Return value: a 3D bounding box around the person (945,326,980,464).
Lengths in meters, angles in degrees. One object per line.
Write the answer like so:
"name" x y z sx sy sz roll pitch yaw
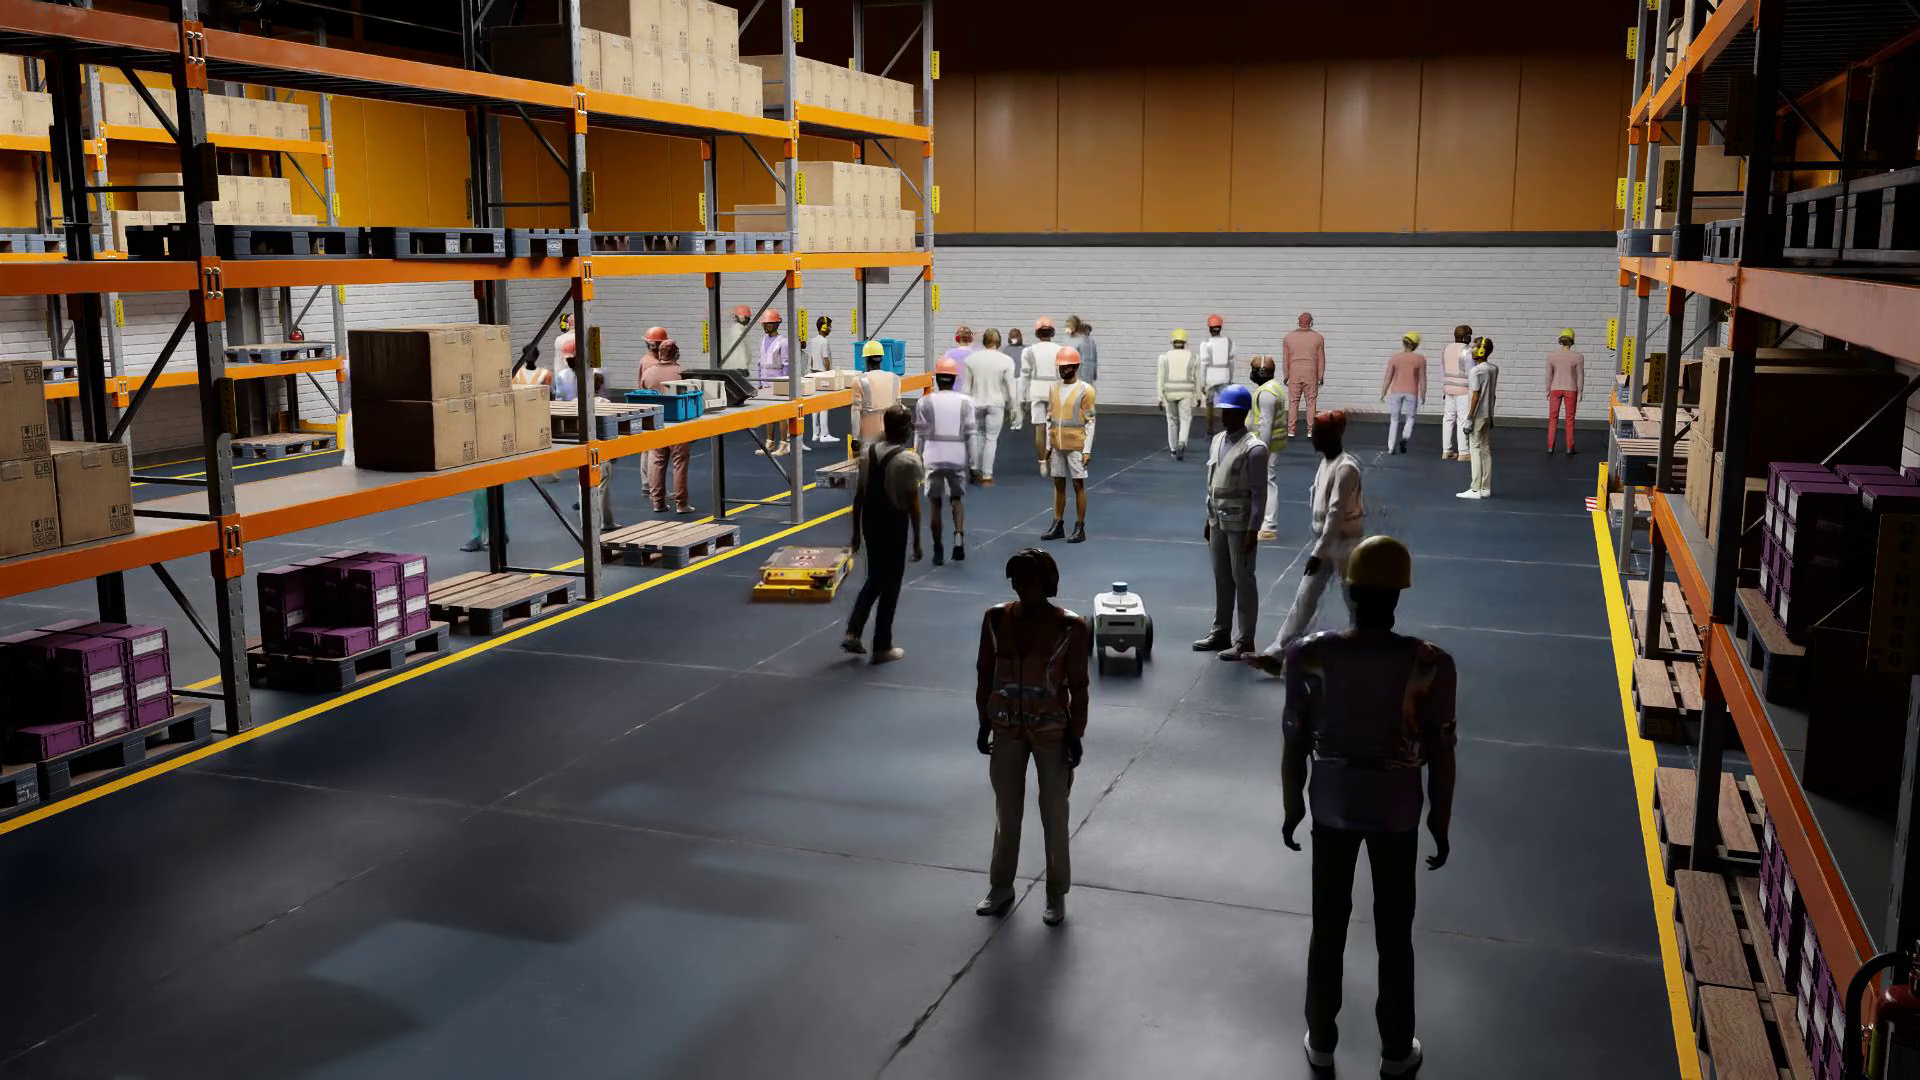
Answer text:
"person" 0.051 -1.918 22.229 0.577 1.841 0.434 -4 11 -21

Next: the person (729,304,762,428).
"person" -3.517 -2.756 26.503 0.623 1.979 0.637 -1 10 -8

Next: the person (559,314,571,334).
"person" -6.024 -2.551 25.675 0.309 1.868 0.535 3 11 17

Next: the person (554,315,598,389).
"person" -5.699 -2.384 24.665 0.653 1.897 0.403 -6 12 -30

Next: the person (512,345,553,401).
"person" -5.512 -1.694 21.442 0.526 1.659 0.876 1 10 3

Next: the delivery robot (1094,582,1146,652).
"delivery robot" 1.118 0.542 11.674 0.477 0.478 0.707 1 10 3

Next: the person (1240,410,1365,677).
"person" 2.381 0.061 11.035 0.989 1.830 0.586 -1 10 -6

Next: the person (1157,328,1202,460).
"person" 2.989 -1.991 22.706 0.596 1.809 0.817 2 10 12

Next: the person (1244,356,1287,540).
"person" 3.034 -0.913 16.571 0.430 1.833 0.632 2 10 13

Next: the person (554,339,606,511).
"person" -4.201 -1.254 18.294 0.553 1.889 0.932 3 10 15

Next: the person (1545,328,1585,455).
"person" 8.458 -2.076 23.283 0.525 1.769 0.308 6 12 30

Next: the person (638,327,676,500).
"person" -3.504 -1.456 19.159 0.392 1.990 0.614 -5 11 -25

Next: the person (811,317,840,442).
"person" -2.040 -2.397 24.819 0.328 1.865 0.518 -6 12 -32

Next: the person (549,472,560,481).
"person" -4.796 -1.550 20.613 0.786 1.670 0.540 -5 11 -27

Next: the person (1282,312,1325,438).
"person" 5.219 -2.494 25.245 0.642 1.908 0.407 4 11 19

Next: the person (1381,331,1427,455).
"person" 6.160 -2.031 23.126 0.634 1.739 0.460 4 11 22

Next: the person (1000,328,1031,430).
"person" 0.863 -2.527 26.255 0.533 1.613 0.559 3 11 17

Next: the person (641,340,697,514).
"person" -3.152 -1.236 18.204 0.641 1.901 0.401 4 11 20

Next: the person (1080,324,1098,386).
"person" 2.037 -2.780 27.622 0.533 1.623 0.414 -6 12 -30

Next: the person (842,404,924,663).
"person" -0.511 -0.035 11.642 0.530 1.819 0.468 8 13 37

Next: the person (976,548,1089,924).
"person" 0.309 0.839 7.223 0.511 1.641 0.309 4 11 22

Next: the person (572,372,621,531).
"person" -3.747 -0.909 17.066 0.514 1.641 0.307 4 11 21

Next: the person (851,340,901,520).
"person" -0.905 -1.155 17.677 0.588 1.918 0.397 -6 12 -32

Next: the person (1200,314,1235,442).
"person" 3.800 -2.359 24.465 0.568 1.920 0.730 -2 10 -12

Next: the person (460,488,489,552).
"person" -4.673 -0.764 15.975 0.525 1.737 0.786 7 12 35

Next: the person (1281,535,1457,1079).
"person" 1.430 0.937 5.862 0.593 1.924 0.381 3 11 18

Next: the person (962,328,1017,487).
"person" 0.403 -1.625 20.318 0.664 1.908 0.818 4 11 21

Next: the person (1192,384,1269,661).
"person" 1.937 -0.130 11.804 0.375 1.950 0.614 -5 11 -26

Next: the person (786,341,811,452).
"person" -2.300 -2.114 23.571 0.313 1.741 0.487 8 13 37

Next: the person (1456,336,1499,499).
"person" 6.001 -1.412 19.243 0.532 1.873 0.315 -9 13 -41

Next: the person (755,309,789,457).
"person" -2.599 -2.167 23.018 0.607 2.044 0.376 9 13 41

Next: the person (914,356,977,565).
"person" -0.136 -0.723 15.239 0.562 1.917 0.450 -2 10 -9

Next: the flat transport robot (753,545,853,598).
"flat transport robot" -1.331 0.260 14.338 0.652 0.197 1.431 1 10 3

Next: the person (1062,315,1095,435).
"person" 1.635 -2.291 24.048 0.446 1.922 0.638 -4 11 -23

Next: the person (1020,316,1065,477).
"person" 1.087 -1.840 21.214 0.641 2.026 0.705 1 10 4

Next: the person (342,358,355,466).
"person" -7.068 -1.489 19.615 0.656 1.887 1.022 4 11 22

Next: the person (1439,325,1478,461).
"person" 6.813 -2.000 22.644 0.429 1.845 0.621 -6 11 -29

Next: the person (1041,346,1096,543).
"person" 1.062 -0.936 16.377 0.543 1.939 0.361 8 13 37
